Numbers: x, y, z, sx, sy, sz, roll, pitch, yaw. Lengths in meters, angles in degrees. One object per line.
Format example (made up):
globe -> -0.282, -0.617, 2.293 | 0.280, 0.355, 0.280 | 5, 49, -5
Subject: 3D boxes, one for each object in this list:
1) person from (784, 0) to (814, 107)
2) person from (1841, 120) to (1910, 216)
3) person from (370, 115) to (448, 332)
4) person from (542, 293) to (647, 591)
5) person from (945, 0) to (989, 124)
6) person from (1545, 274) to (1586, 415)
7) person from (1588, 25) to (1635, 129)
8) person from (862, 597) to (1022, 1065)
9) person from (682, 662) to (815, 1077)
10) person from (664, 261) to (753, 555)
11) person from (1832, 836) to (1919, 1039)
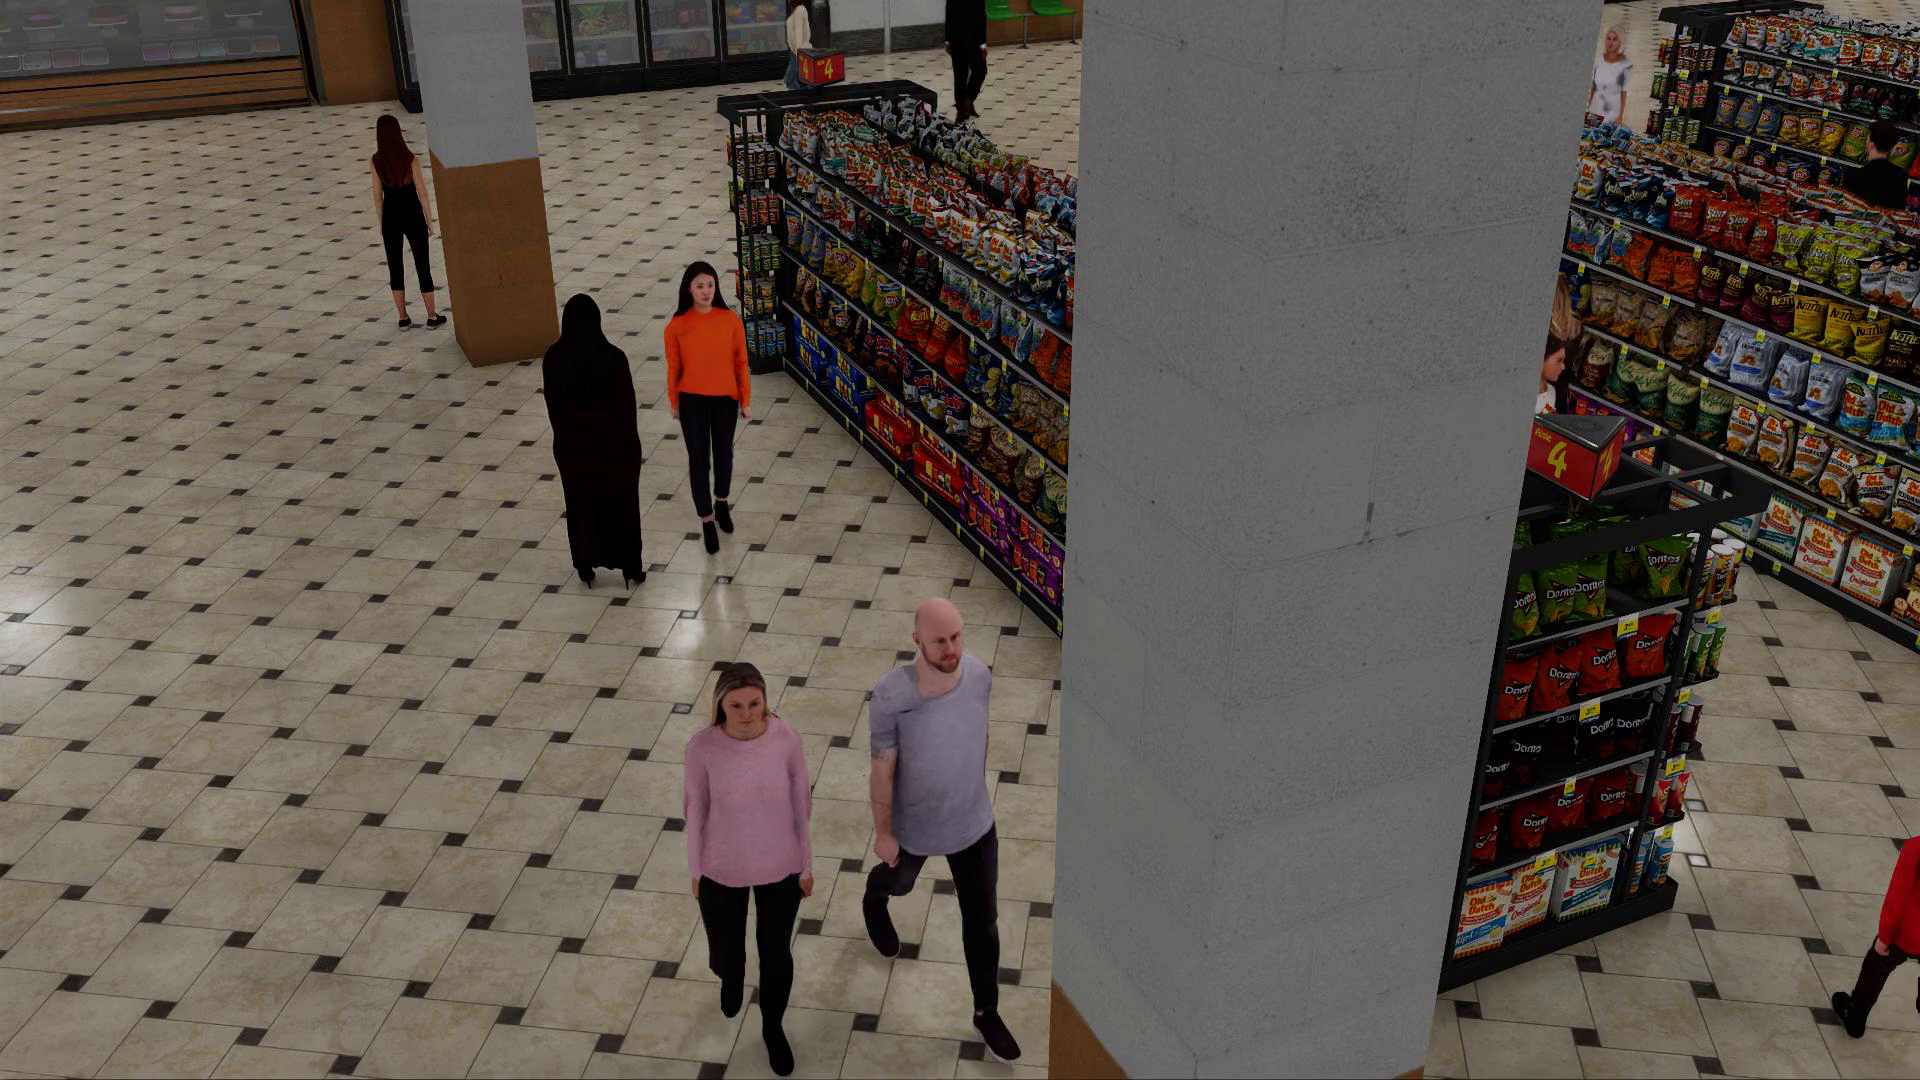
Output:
person -> -1.819, -5.777, 19.787 | 0.782, 1.668, 0.657 | -1, 27, -3
person -> 6.751, -2.139, 12.377 | 0.730, 1.881, 0.703 | -8, 28, -15
person -> -4.470, -2.537, 13.335 | 0.643, 1.725, 0.629 | -2, 27, -4
person -> -2.047, -0.535, 9.351 | 0.761, 1.757, 0.773 | 2, 27, 4
person -> 0.049, -5.945, 19.868 | 0.865, 1.894, 0.932 | 11, 29, 20
person -> 3.473, -0.717, 9.789 | 0.626, 1.685, 0.962 | -11, 29, -21
person -> 6.571, -4.339, 16.874 | 0.756, 1.738, 0.791 | 19, 33, 33
person -> -0.138, 0.999, 6.289 | 0.696, 1.790, 1.244 | -12, 29, -22
person -> -0.773, 1.161, 6.092 | 0.692, 1.679, 0.806 | -7, 28, -13
person -> -1.518, -0.845, 9.988 | 0.679, 1.733, 0.828 | -9, 28, -17
person -> 3.493, 1.459, 5.969 | 0.795, 1.260, 0.976 | 3, 27, 5
